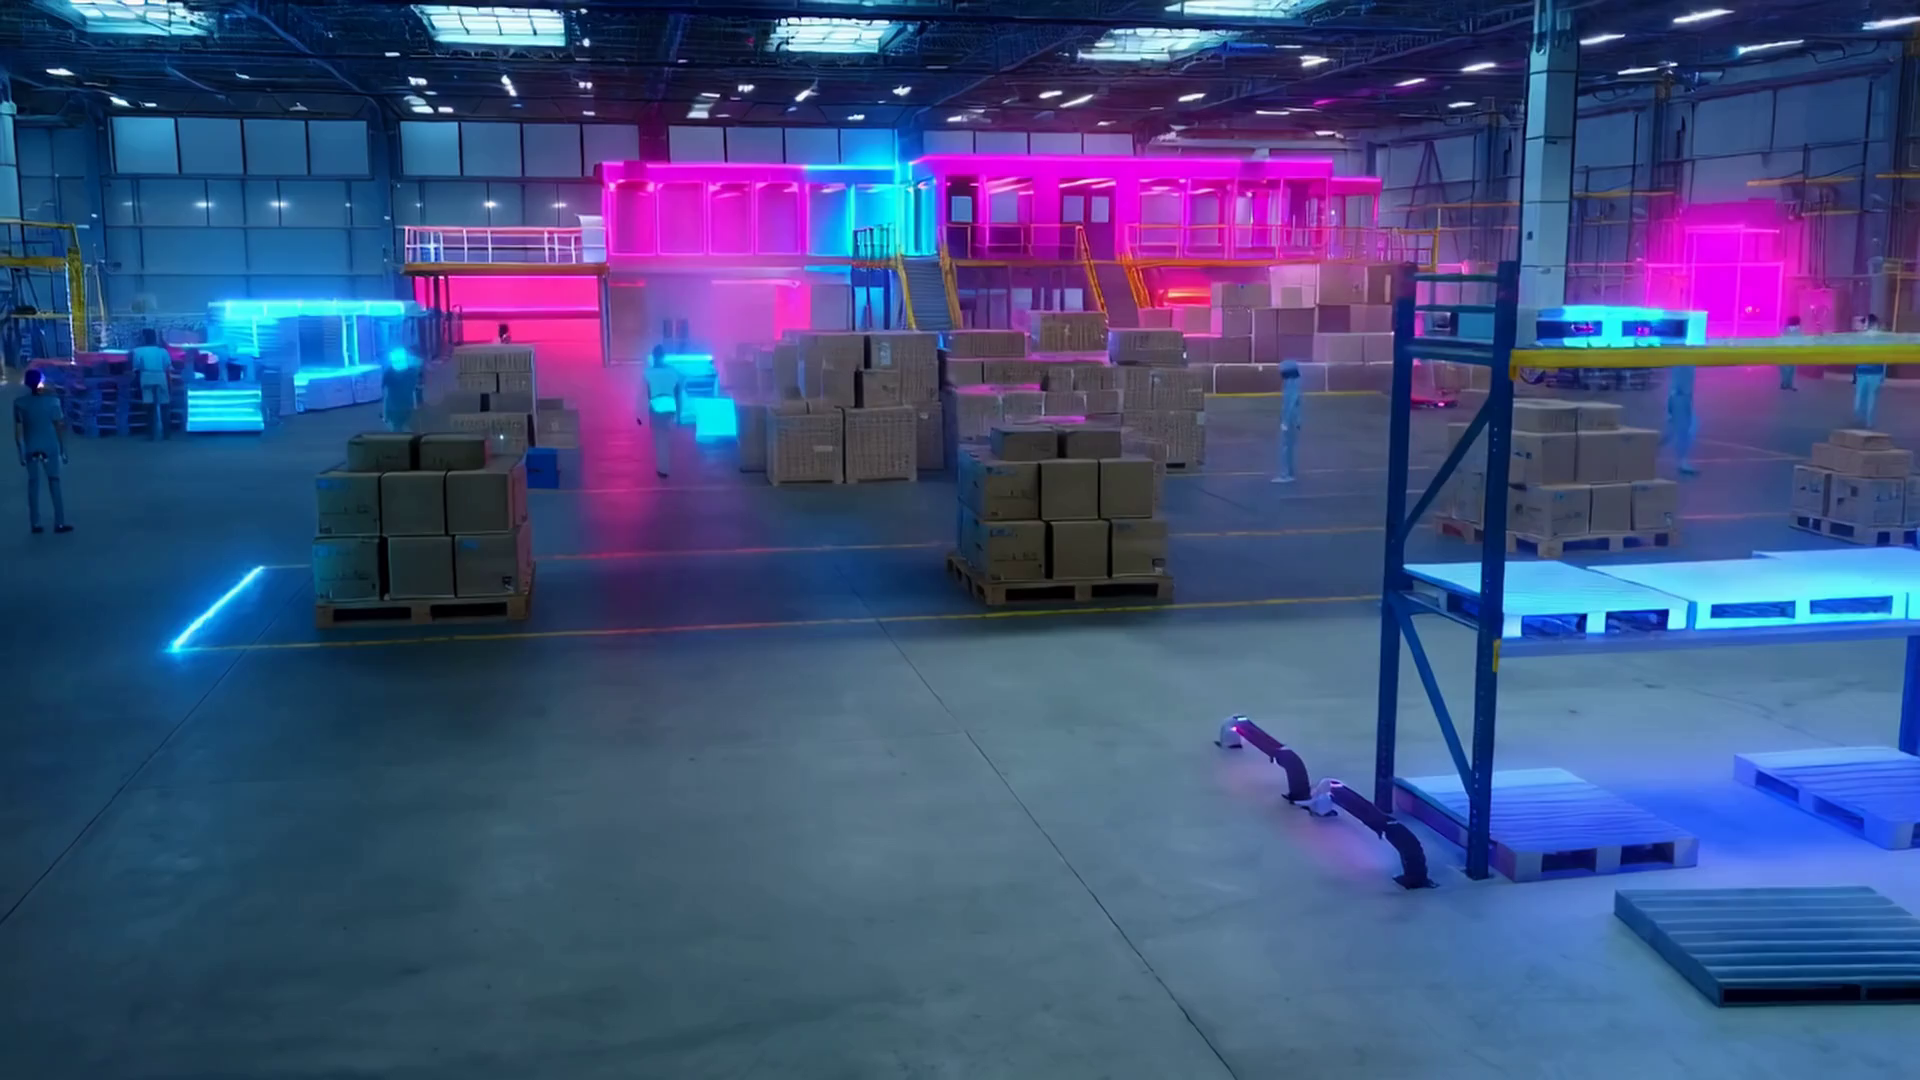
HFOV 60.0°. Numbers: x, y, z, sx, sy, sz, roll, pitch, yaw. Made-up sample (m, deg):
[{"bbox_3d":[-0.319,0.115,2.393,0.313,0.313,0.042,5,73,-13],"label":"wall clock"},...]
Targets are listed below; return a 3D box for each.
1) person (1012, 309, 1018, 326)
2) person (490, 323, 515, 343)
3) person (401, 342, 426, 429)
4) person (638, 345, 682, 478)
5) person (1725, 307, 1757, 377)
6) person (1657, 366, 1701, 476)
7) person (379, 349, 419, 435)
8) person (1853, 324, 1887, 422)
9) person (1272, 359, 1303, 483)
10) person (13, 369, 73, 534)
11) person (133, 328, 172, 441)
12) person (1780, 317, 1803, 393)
[{"bbox_3d":[1.485,-5.270,44.780,0.355,1.883,0.572,0,9,-2],"label":"person"},{"bbox_3d":[-9.507,-3.583,34.603,0.558,1.871,1.002,-4,10,-23],"label":"person"},{"bbox_3d":[-8.265,-2.095,25.447,0.643,1.888,0.591,-6,11,-31],"label":"person"},{"bbox_3d":[-4.332,-1.846,23.883,0.594,1.898,0.663,-7,11,-35],"label":"person"},{"bbox_3d":[21.682,-5.512,46.083,0.633,1.947,1.016,-6,11,-31],"label":"person"},{"bbox_3d":[10.356,-1.896,24.151,0.834,1.915,0.636,8,12,40],"label":"person"},{"bbox_3d":[-8.235,-1.893,24.420,0.532,1.810,1.015,-1,9,-4],"label":"person"},{"bbox_3d":[17.735,-3.244,32.421,0.607,1.905,1.012,4,10,25],"label":"person"},{"bbox_3d":[4.595,-1.661,23.243,0.352,1.732,0.503,5,11,30],"label":"person"},{"bbox_3d":[-10.357,-0.991,18.756,0.534,1.863,0.310,-2,10,-11],"label":"person"},{"bbox_3d":[-13.988,-2.698,28.846,0.607,1.966,0.367,-7,12,-38],"label":"person"},{"bbox_3d":[19.939,-4.421,39.846,0.430,1.826,0.682,1,9,8],"label":"person"}]
